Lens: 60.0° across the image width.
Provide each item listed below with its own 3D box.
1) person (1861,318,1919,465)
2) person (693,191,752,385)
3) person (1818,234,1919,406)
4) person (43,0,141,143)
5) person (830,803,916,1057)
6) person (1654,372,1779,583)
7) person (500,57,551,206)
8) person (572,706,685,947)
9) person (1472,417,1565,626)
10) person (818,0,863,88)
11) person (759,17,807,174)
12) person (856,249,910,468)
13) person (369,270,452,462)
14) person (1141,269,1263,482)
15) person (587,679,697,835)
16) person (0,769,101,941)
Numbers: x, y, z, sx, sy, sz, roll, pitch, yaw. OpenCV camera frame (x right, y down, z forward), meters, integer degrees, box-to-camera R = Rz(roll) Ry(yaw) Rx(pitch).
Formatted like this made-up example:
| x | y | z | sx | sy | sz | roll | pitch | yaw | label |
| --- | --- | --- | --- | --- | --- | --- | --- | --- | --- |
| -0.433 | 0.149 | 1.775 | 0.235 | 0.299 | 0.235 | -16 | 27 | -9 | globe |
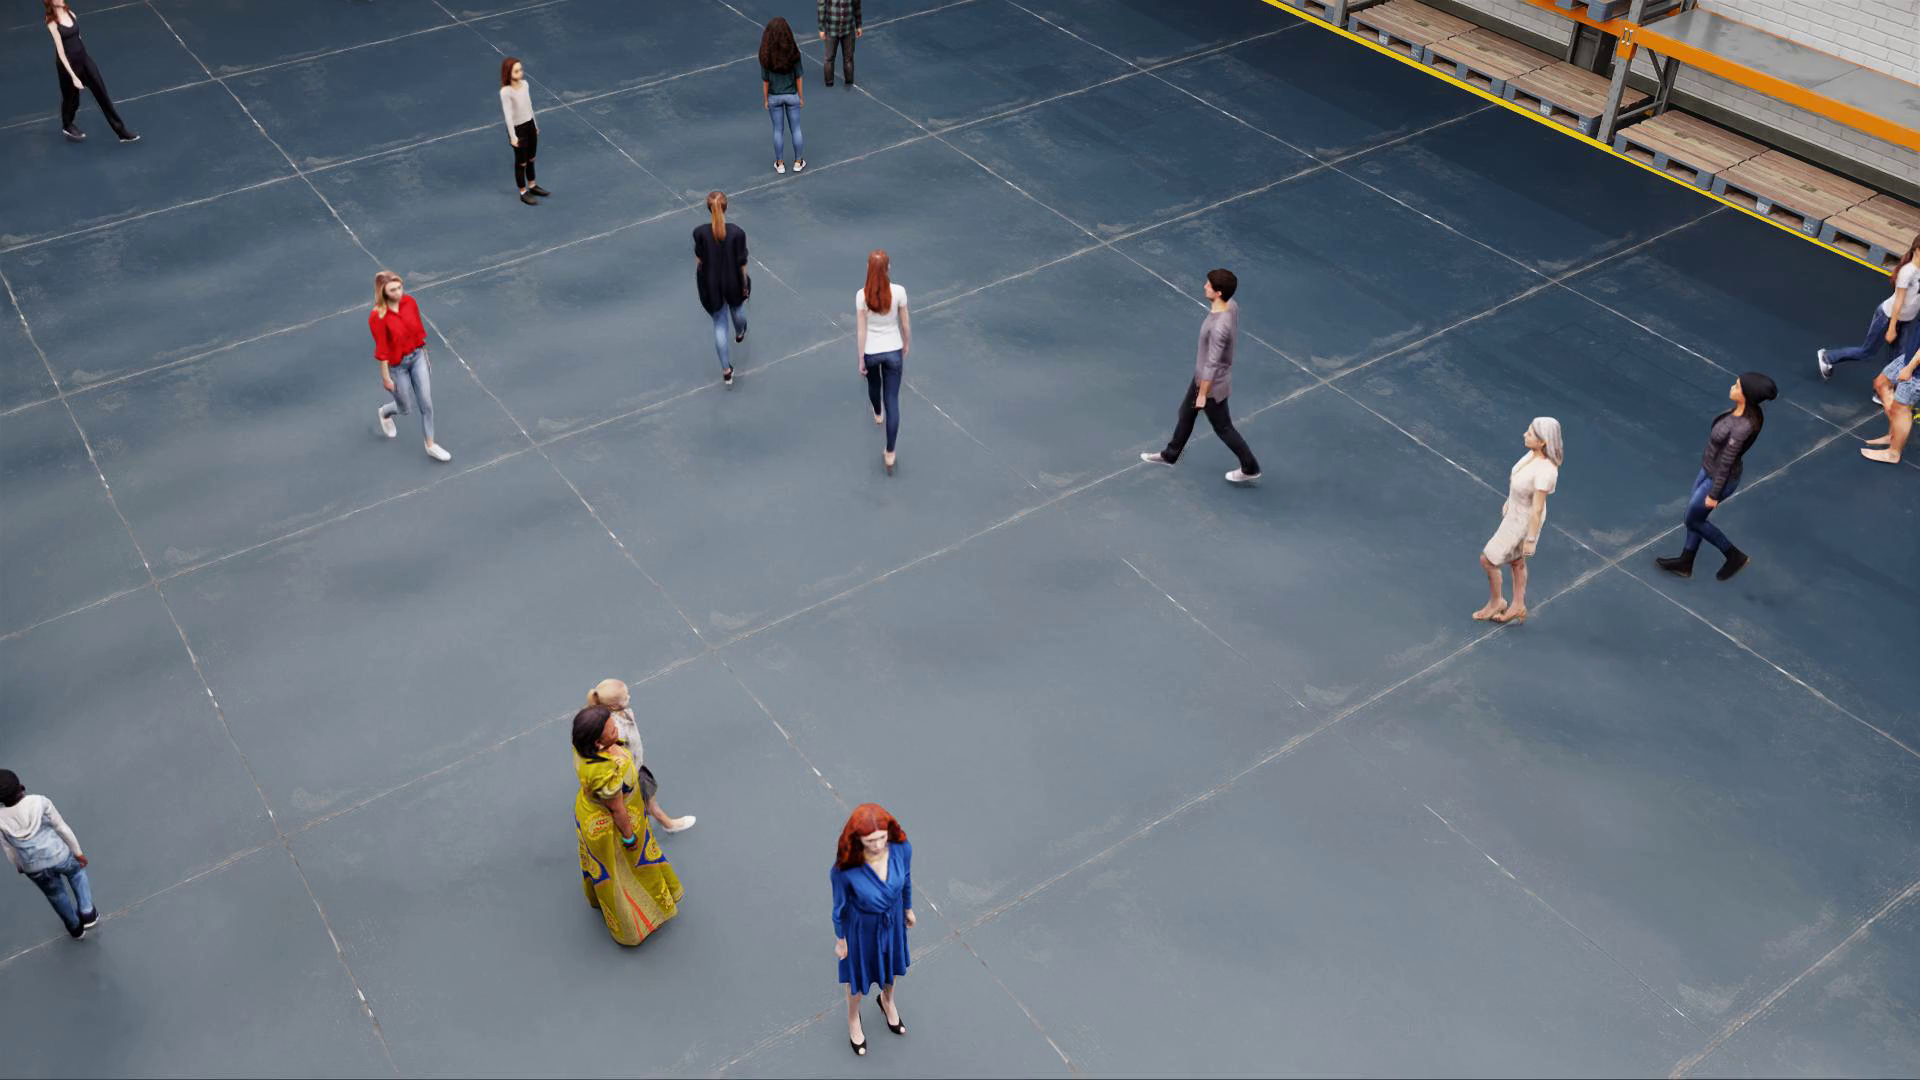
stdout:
| x | y | z | sx | sy | sz | roll | pitch | yaw | label |
| --- | --- | --- | --- | --- | --- | --- | --- | --- | --- |
| 7.506 | -1.366 | 12.839 | 0.773 | 1.833 | 0.747 | 18 | 42 | 22 | person |
| -1.987 | -2.074 | 13.884 | 1.015 | 1.635 | 1.172 | 0 | 39 | -1 | person |
| 7.606 | -1.840 | 13.666 | 0.529 | 1.540 | 1.001 | -25 | 45 | -28 | person |
| -9.372 | -4.965 | 17.455 | 1.218 | 1.695 | 1.056 | 12 | 40 | 14 | person |
| -0.442 | 2.002 | 8.627 | 0.632 | 1.827 | 0.593 | -19 | 43 | -23 | person |
| 5.420 | -0.393 | 11.701 | 0.967 | 1.732 | 0.854 | 17 | 42 | 20 | person |
| -4.355 | -4.081 | 16.518 | 0.621 | 1.484 | 0.617 | 17 | 42 | 20 | person |
| -1.951 | 1.558 | 9.315 | 0.936 | 1.660 | 0.738 | -19 | 42 | -22 | person |
| 3.922 | -0.084 | 11.322 | 0.811 | 1.722 | 0.753 | 8 | 39 | 10 | person |
| -1.366 | -5.813 | 18.715 | 0.738 | 1.715 | 0.659 | -9 | 40 | -11 | person |
| -1.805 | -4.540 | 16.986 | 0.705 | 1.617 | 0.739 | -3 | 39 | -4 | person |
| -0.600 | -1.375 | 12.972 | 0.948 | 1.680 | 1.211 | -4 | 39 | -5 | person |
| -4.379 | -1.384 | 12.977 | 0.999 | 1.689 | 0.825 | 22 | 44 | 25 | person |
| 2.010 | -1.195 | 12.642 | 1.264 | 1.811 | 1.190 | 8 | 39 | 10 | person |
| -2.063 | 1.336 | 9.920 | 0.715 | 1.253 | 0.786 | -11 | 40 | -13 | person |
| -5.126 | 1.809 | 9.334 | 0.518 | 1.245 | 0.519 | -21 | 43 | -24 | person |
